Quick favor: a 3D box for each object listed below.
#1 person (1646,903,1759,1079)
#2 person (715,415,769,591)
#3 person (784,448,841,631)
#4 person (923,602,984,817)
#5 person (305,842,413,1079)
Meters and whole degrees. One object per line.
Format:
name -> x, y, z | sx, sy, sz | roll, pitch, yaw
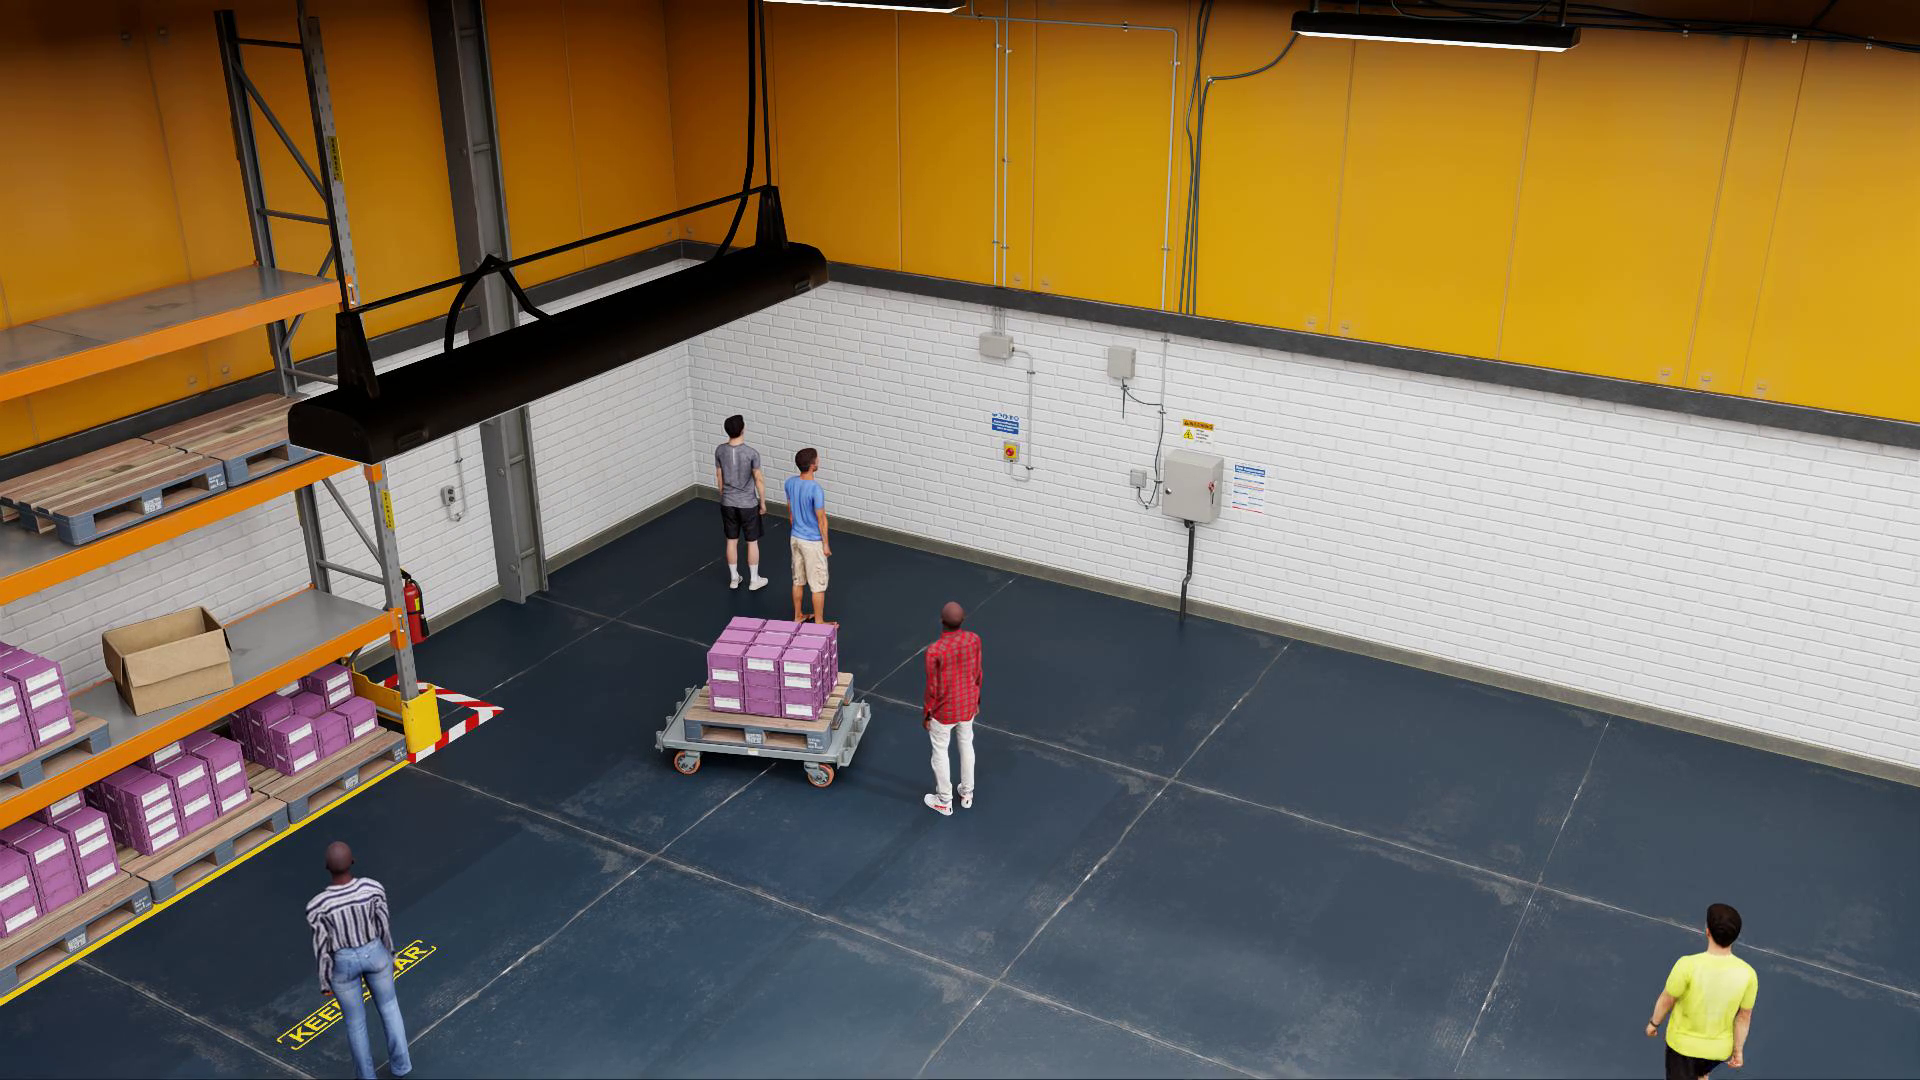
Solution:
person -> 4.270, 2.923, 9.553 | 0.938, 1.662, 1.191 | 2, 24, 5
person -> -2.234, -0.382, 16.854 | 0.709, 1.871, 0.648 | 6, 24, 14
person -> -1.460, -0.004, 15.998 | 0.679, 1.864, 0.610 | 19, 30, 36
person -> -0.054, 1.301, 13.068 | 0.705, 1.820, 0.816 | -12, 26, -26
person -> -3.646, 2.607, 10.114 | 0.622, 1.793, 0.758 | -15, 28, -31
